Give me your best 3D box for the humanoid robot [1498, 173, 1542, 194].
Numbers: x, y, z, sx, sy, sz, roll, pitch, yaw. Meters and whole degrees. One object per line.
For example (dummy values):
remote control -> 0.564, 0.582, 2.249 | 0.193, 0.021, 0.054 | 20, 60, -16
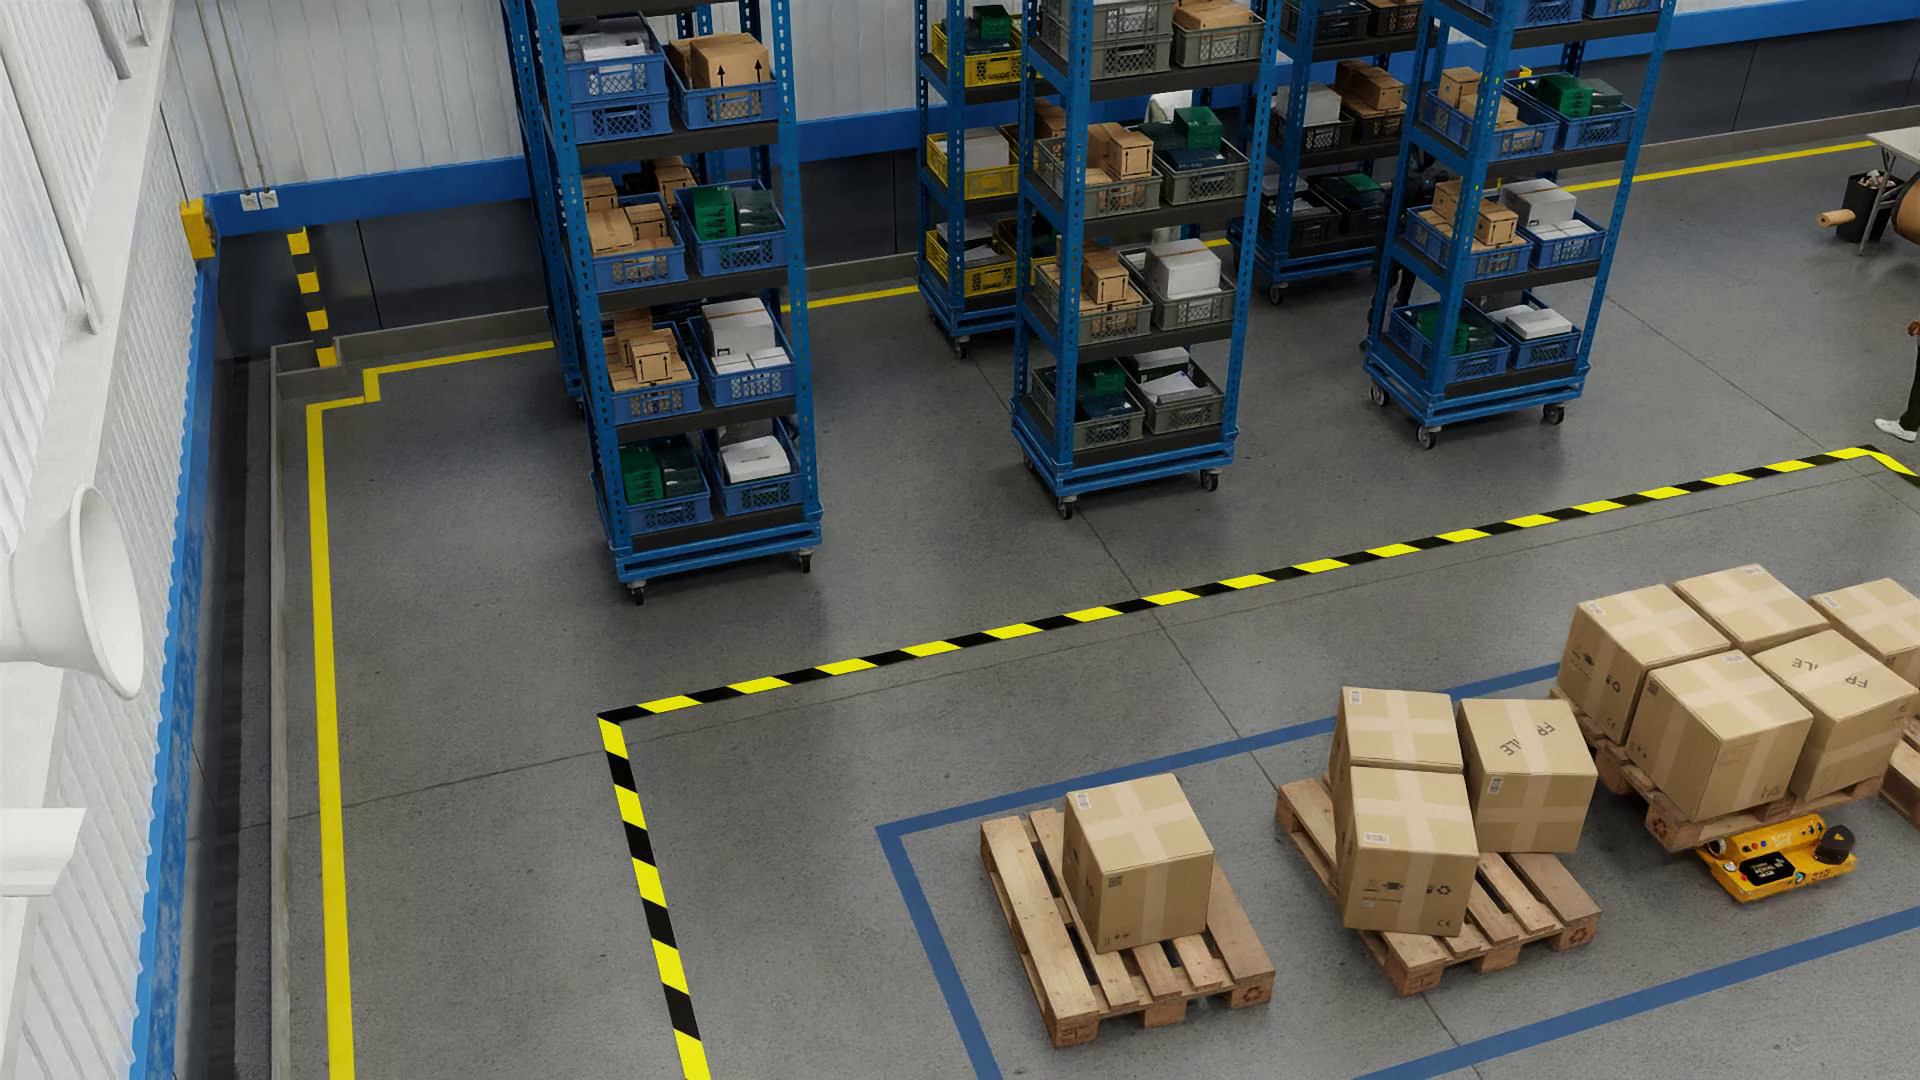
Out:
humanoid robot -> 3.816, -2.054, 11.748 | 0.422, 1.652, 0.612 | 4, 35, 6

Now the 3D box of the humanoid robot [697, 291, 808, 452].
humanoid robot -> -1.377, -1.246, 10.636 | 0.740, 1.640, 0.608 | 2, 35, 3

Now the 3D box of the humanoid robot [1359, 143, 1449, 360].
humanoid robot -> 3.163, -2.082, 11.772 | 0.599, 1.657, 0.315 | -15, 38, -20

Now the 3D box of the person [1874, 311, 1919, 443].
person -> 6.443, -1.498, 10.807 | 0.589, 1.850, 0.395 | -10, 36, -13

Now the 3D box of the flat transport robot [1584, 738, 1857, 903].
flat transport robot -> 3.731, 1.176, 8.364 | 0.652, 0.197, 1.431 | -11, 37, -15

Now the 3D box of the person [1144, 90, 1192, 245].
person -> 1.595, -2.930, 12.840 | 0.392, 1.847, 0.563 | 20, 40, 25
